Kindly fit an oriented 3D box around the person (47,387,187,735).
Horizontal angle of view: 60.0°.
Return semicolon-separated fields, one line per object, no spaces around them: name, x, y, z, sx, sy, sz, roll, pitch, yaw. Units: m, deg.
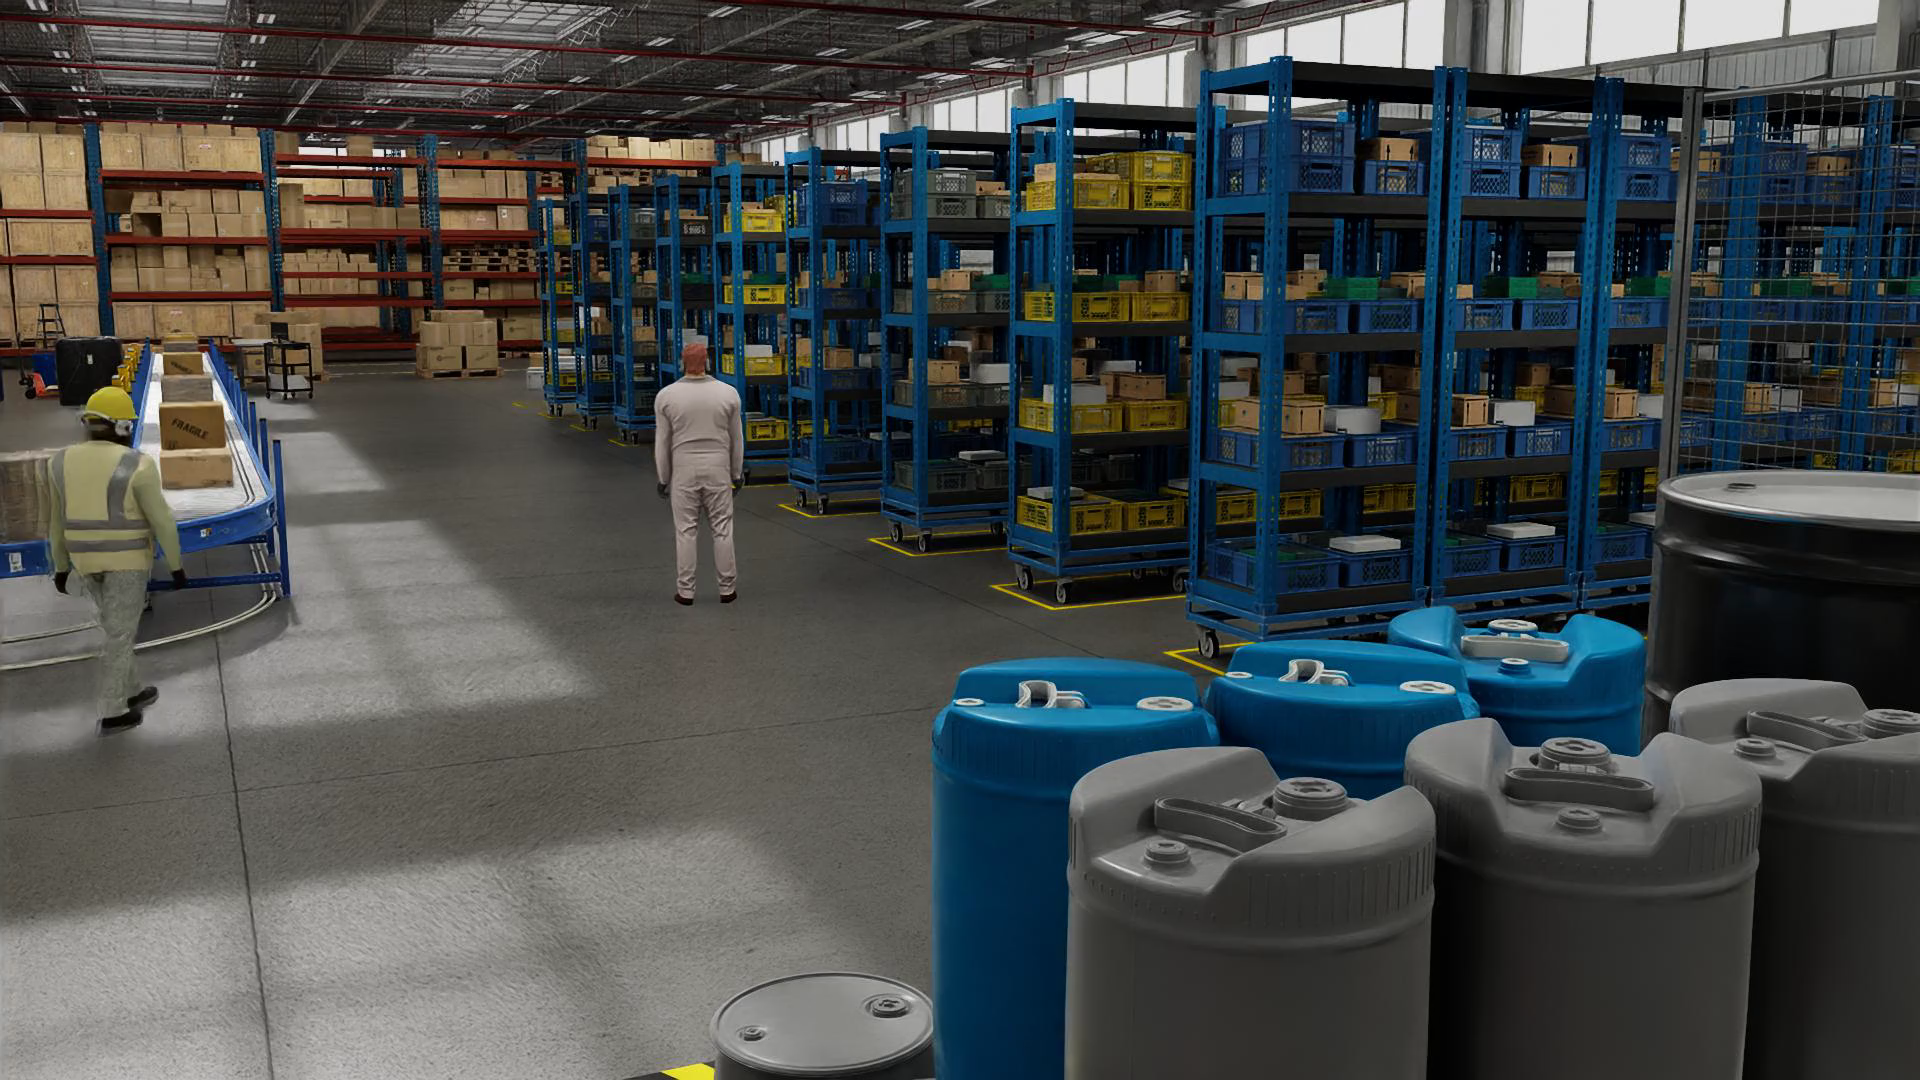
person;-4.410;0.089;8.855;0.630;1.803;0.771;2;9;10

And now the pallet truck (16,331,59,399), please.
pallet truck;-17.082;-3.353;31.781;1.630;1.274;0.653;-4;10;-25

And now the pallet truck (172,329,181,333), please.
pallet truck;-17.275;-3.851;35.096;1.601;1.201;0.680;0;9;1

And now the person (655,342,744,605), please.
person;-1.886;-0.478;12.065;0.636;1.910;0.405;-2;9;-14

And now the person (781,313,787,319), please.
person;-4.674;-5.985;45.957;0.623;1.992;0.397;-6;11;-31
